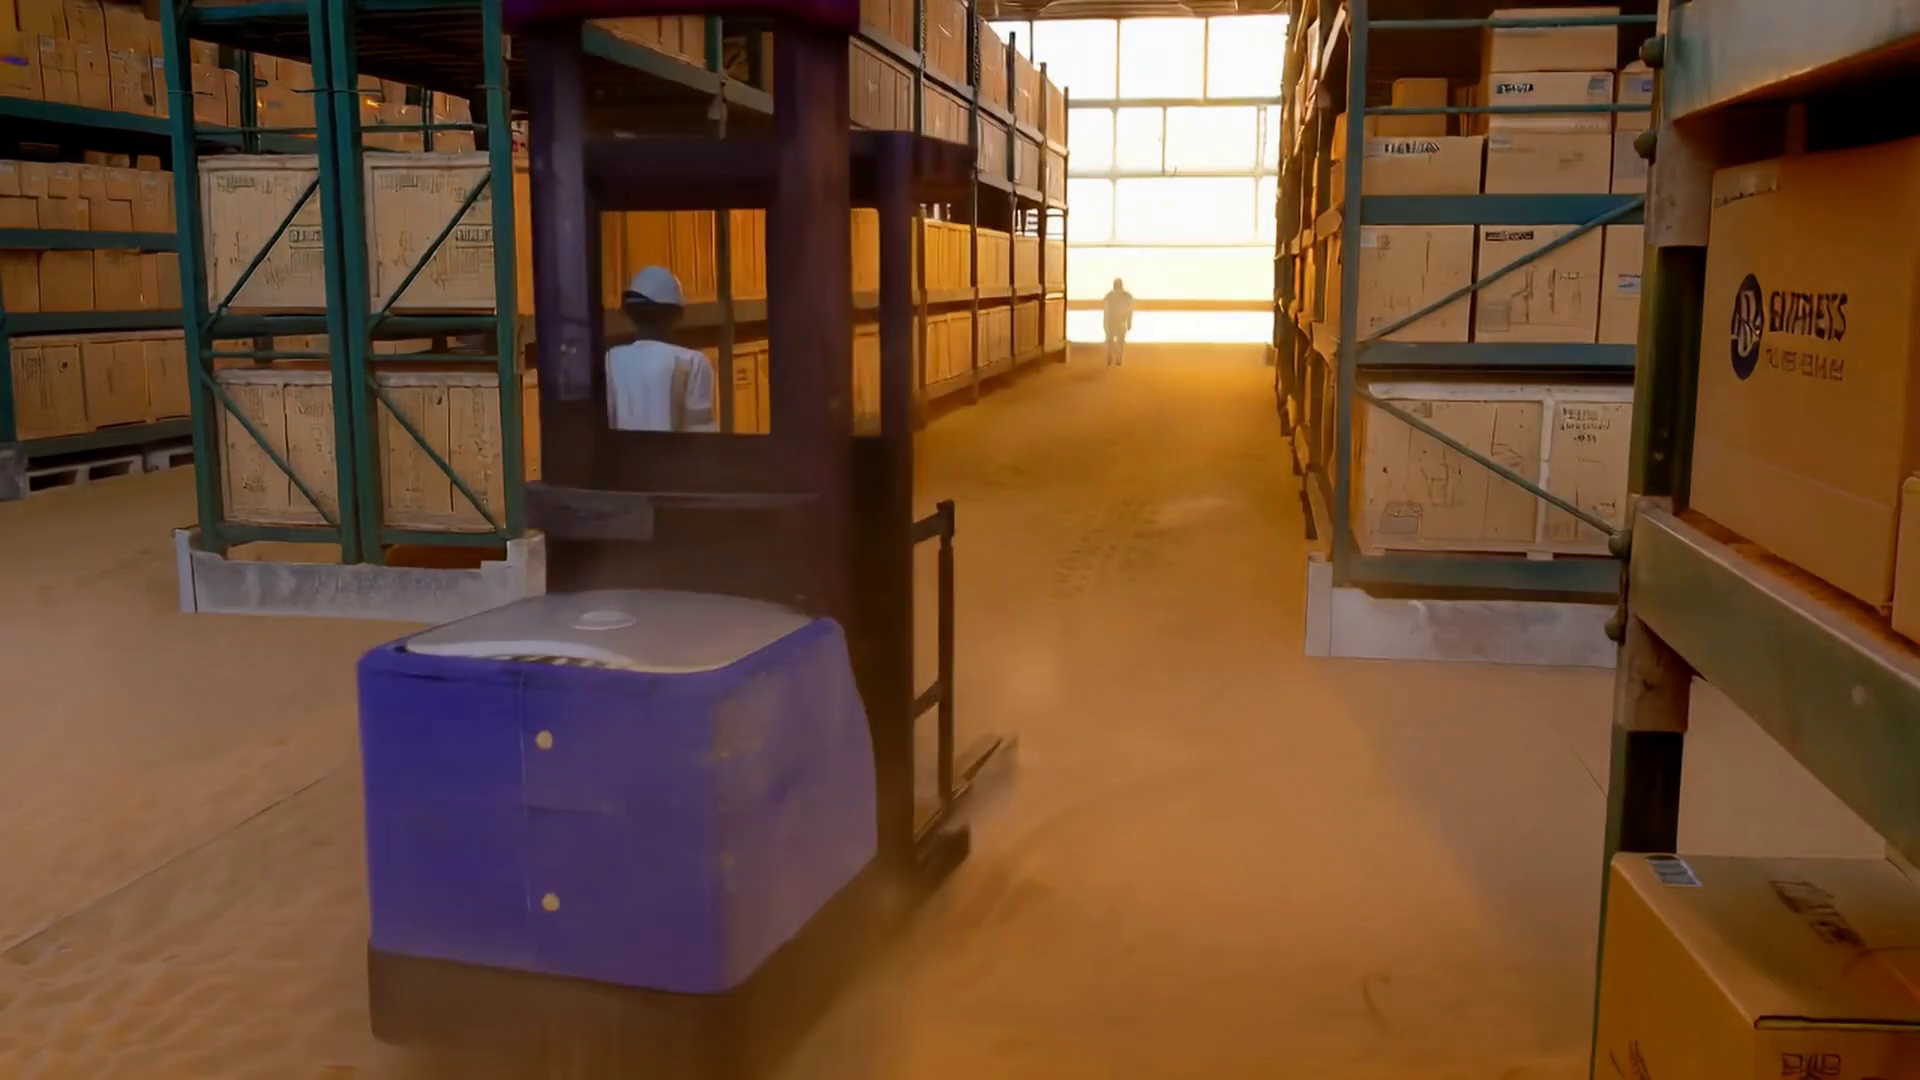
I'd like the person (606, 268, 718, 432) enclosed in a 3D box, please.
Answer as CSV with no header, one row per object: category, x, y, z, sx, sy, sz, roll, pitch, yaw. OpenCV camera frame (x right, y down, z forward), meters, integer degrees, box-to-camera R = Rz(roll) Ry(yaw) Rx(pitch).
person,-1.411,-0.239,7.774,0.608,2.039,0.395,2,9,11

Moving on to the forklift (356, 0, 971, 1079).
forklift,-0.768,-0.172,4.752,1.129,2.768,1.873,3,10,17

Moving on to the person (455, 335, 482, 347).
person,-4.459,-1.383,15.630,0.583,1.801,0.960,1,9,5

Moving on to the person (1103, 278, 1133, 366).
person,3.382,-4.698,35.922,0.665,1.874,0.802,-1,9,-6
